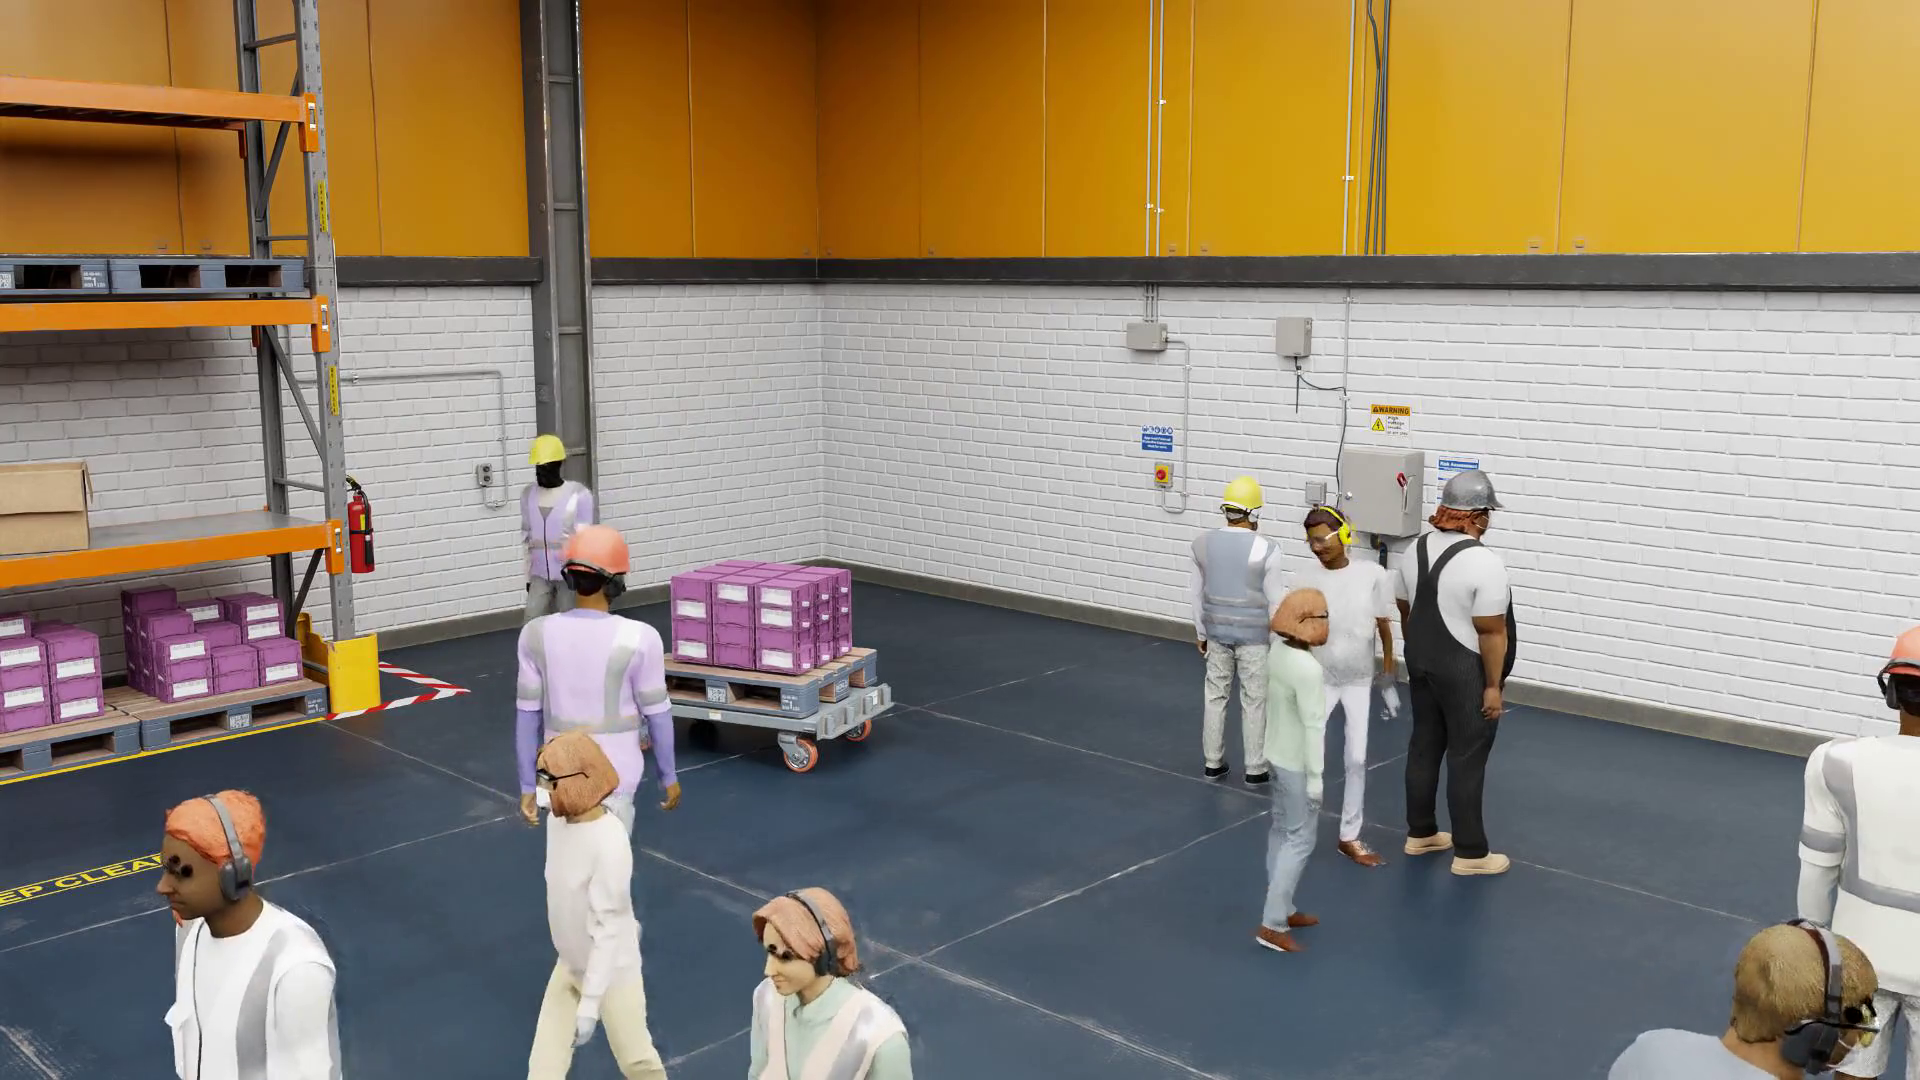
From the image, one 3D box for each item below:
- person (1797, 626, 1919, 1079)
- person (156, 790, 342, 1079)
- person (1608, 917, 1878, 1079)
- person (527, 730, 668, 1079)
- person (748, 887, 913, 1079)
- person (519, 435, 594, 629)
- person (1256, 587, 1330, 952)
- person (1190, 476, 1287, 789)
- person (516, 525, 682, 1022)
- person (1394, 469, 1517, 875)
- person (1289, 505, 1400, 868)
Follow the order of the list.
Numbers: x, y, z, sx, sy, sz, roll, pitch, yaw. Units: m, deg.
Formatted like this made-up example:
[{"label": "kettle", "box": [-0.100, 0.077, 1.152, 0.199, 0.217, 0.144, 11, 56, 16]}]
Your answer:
[{"label": "person", "box": [2.768, 1.239, 4.854, 0.605, 2.034, 0.392, 9, 13, 42]}, {"label": "person", "box": [-1.623, 1.480, 3.899, 0.576, 1.870, 0.437, 7, 11, 36]}, {"label": "person", "box": [1.451, 1.587, 3.117, 0.920, 1.888, 0.762, -2, 10, -15]}, {"label": "person", "box": [-1.225, 1.394, 5.223, 0.829, 1.589, 0.521, -8, 12, -40]}, {"label": "person", "box": [-0.325, 1.598, 3.962, 0.760, 1.597, 0.526, -8, 12, -40]}, {"label": "person", "box": [-2.780, 0.229, 11.430, 0.585, 1.912, 0.417, 3, 10, 17]}, {"label": "person", "box": [1.509, 1.014, 7.483, 0.302, 1.639, 0.504, -2, 9, -10]}, {"label": "person", "box": [1.643, 0.540, 9.749, 0.590, 1.833, 0.403, 6, 11, 34]}, {"label": "person", "box": [-1.437, 0.928, 6.849, 0.610, 1.997, 0.971, 3, 10, 16]}, {"label": "person", "box": [2.550, 0.649, 8.445, 0.536, 2.000, 0.682, -4, 10, -24]}, {"label": "person", "box": [1.907, 0.743, 8.508, 0.653, 1.841, 0.354, 2, 10, 13]}]
